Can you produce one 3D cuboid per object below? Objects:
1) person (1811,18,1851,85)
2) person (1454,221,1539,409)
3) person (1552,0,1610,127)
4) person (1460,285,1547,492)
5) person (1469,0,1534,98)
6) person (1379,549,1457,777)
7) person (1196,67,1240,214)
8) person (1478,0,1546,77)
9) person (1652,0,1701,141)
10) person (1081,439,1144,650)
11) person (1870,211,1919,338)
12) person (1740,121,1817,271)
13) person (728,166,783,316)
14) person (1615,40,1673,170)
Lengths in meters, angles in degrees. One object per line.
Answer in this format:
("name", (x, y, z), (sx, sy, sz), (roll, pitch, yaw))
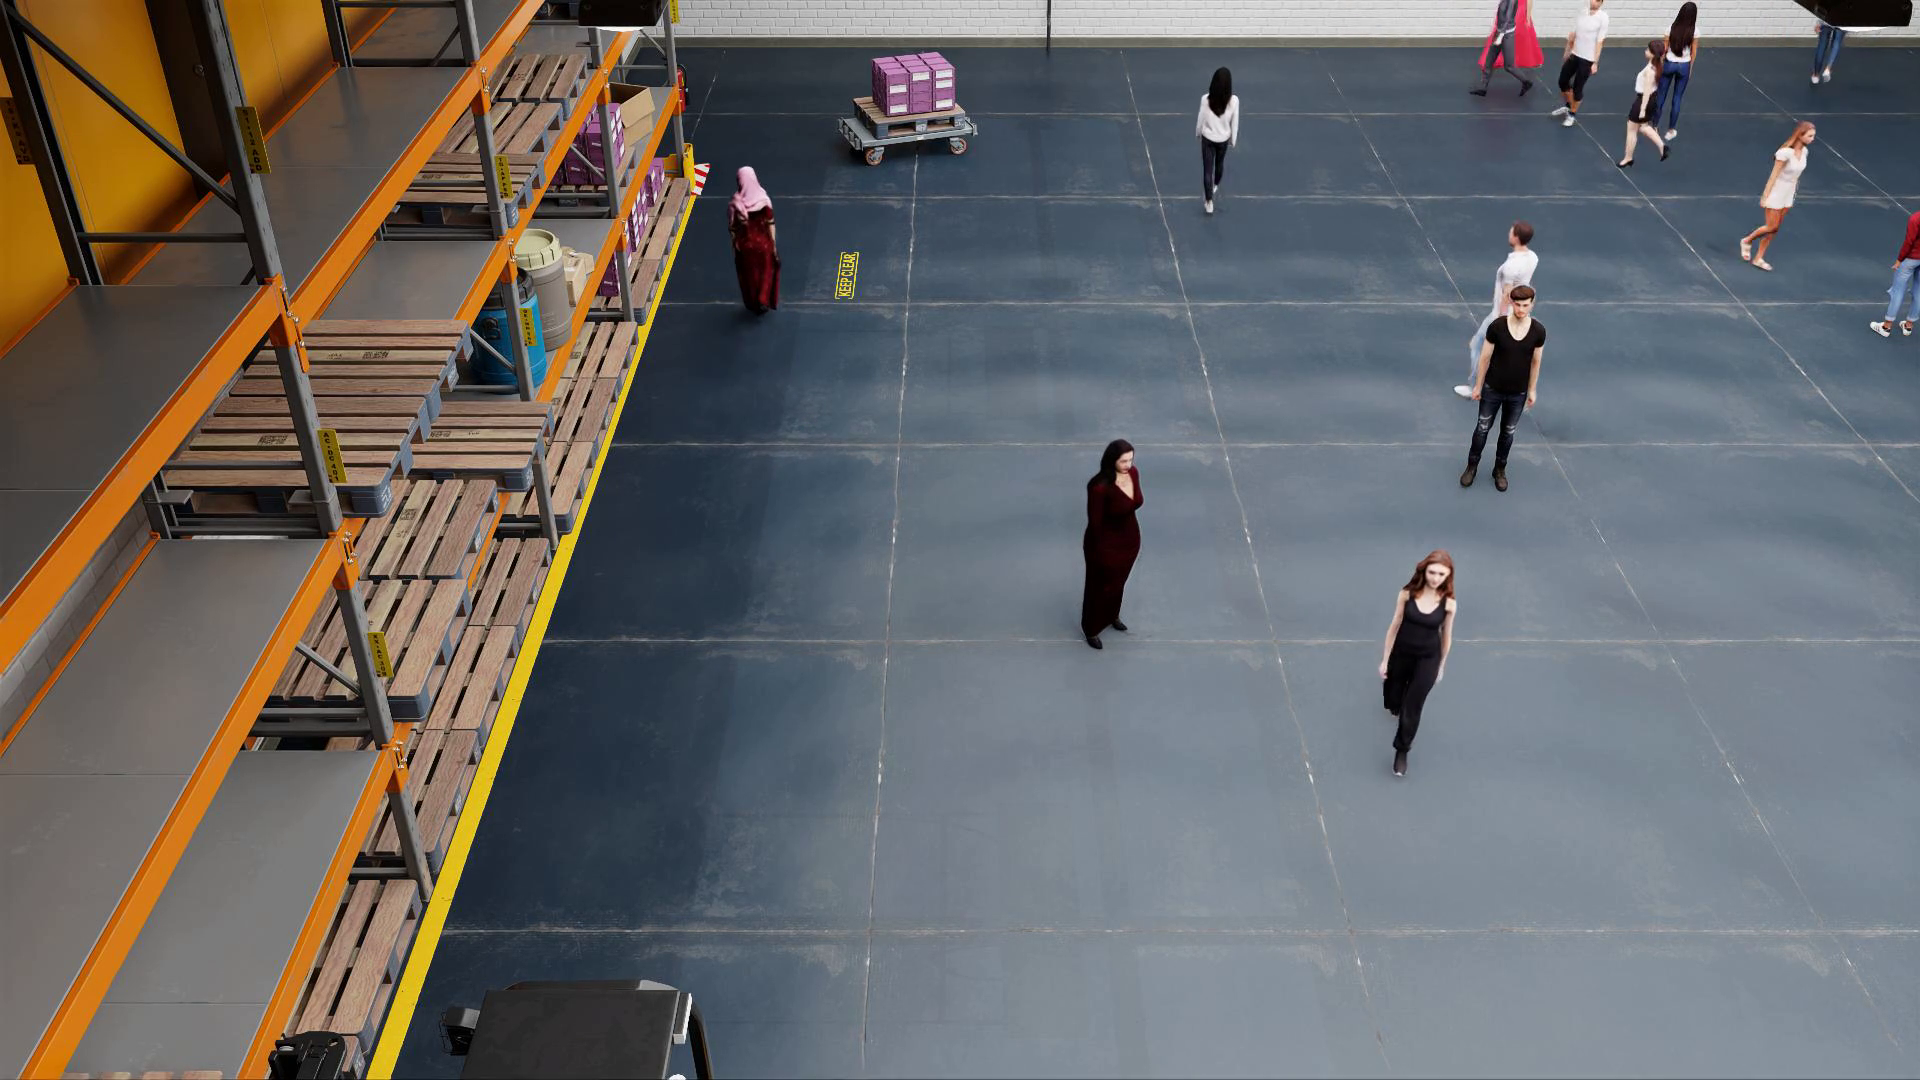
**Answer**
("person", (12.304, -7.250, 23.390), (0.742, 1.727, 0.809), (12, 35, 17))
("person", (5.169, -2.039, 15.458), (0.891, 1.829, 0.956), (-25, 41, -33))
("person", (8.247, -6.413, 22.036), (0.958, 1.833, 0.839), (-14, 36, -20))
("person", (4.698, -1.325, 14.323), (0.734, 1.896, 0.639), (7, 34, 10))
("person", (7.570, -6.919, 22.871), (0.687, 1.751, 0.987), (2, 34, 3))
("person", (3.105, 0.751, 11.351), (0.791, 1.729, 1.028), (11, 35, 16))
("person", (3.007, -4.679, 19.584), (0.608, 1.659, 1.049), (0, 34, -1))
("person", (7.846, -7.351, 23.618), (0.954, 1.644, 1.245), (-14, 36, -20))
("person", (9.298, -6.099, 21.616), (0.662, 1.775, 0.660), (16, 37, 22))
("person", (1.122, 0.003, 12.456), (0.823, 1.752, 0.751), (26, 42, 33))
("person", (9.693, -2.838, 16.834), (0.595, 1.637, 0.523), (-1, 34, -1))
("person", (8.926, -3.812, 18.258), (0.723, 1.683, 0.790), (-13, 36, -18))
("person", (-2.120, -3.047, 17.147), (0.718, 1.639, 0.698), (-3, 34, -5))
("person", (8.574, -5.363, 20.638), (0.890, 1.632, 0.889), (20, 39, 28))
